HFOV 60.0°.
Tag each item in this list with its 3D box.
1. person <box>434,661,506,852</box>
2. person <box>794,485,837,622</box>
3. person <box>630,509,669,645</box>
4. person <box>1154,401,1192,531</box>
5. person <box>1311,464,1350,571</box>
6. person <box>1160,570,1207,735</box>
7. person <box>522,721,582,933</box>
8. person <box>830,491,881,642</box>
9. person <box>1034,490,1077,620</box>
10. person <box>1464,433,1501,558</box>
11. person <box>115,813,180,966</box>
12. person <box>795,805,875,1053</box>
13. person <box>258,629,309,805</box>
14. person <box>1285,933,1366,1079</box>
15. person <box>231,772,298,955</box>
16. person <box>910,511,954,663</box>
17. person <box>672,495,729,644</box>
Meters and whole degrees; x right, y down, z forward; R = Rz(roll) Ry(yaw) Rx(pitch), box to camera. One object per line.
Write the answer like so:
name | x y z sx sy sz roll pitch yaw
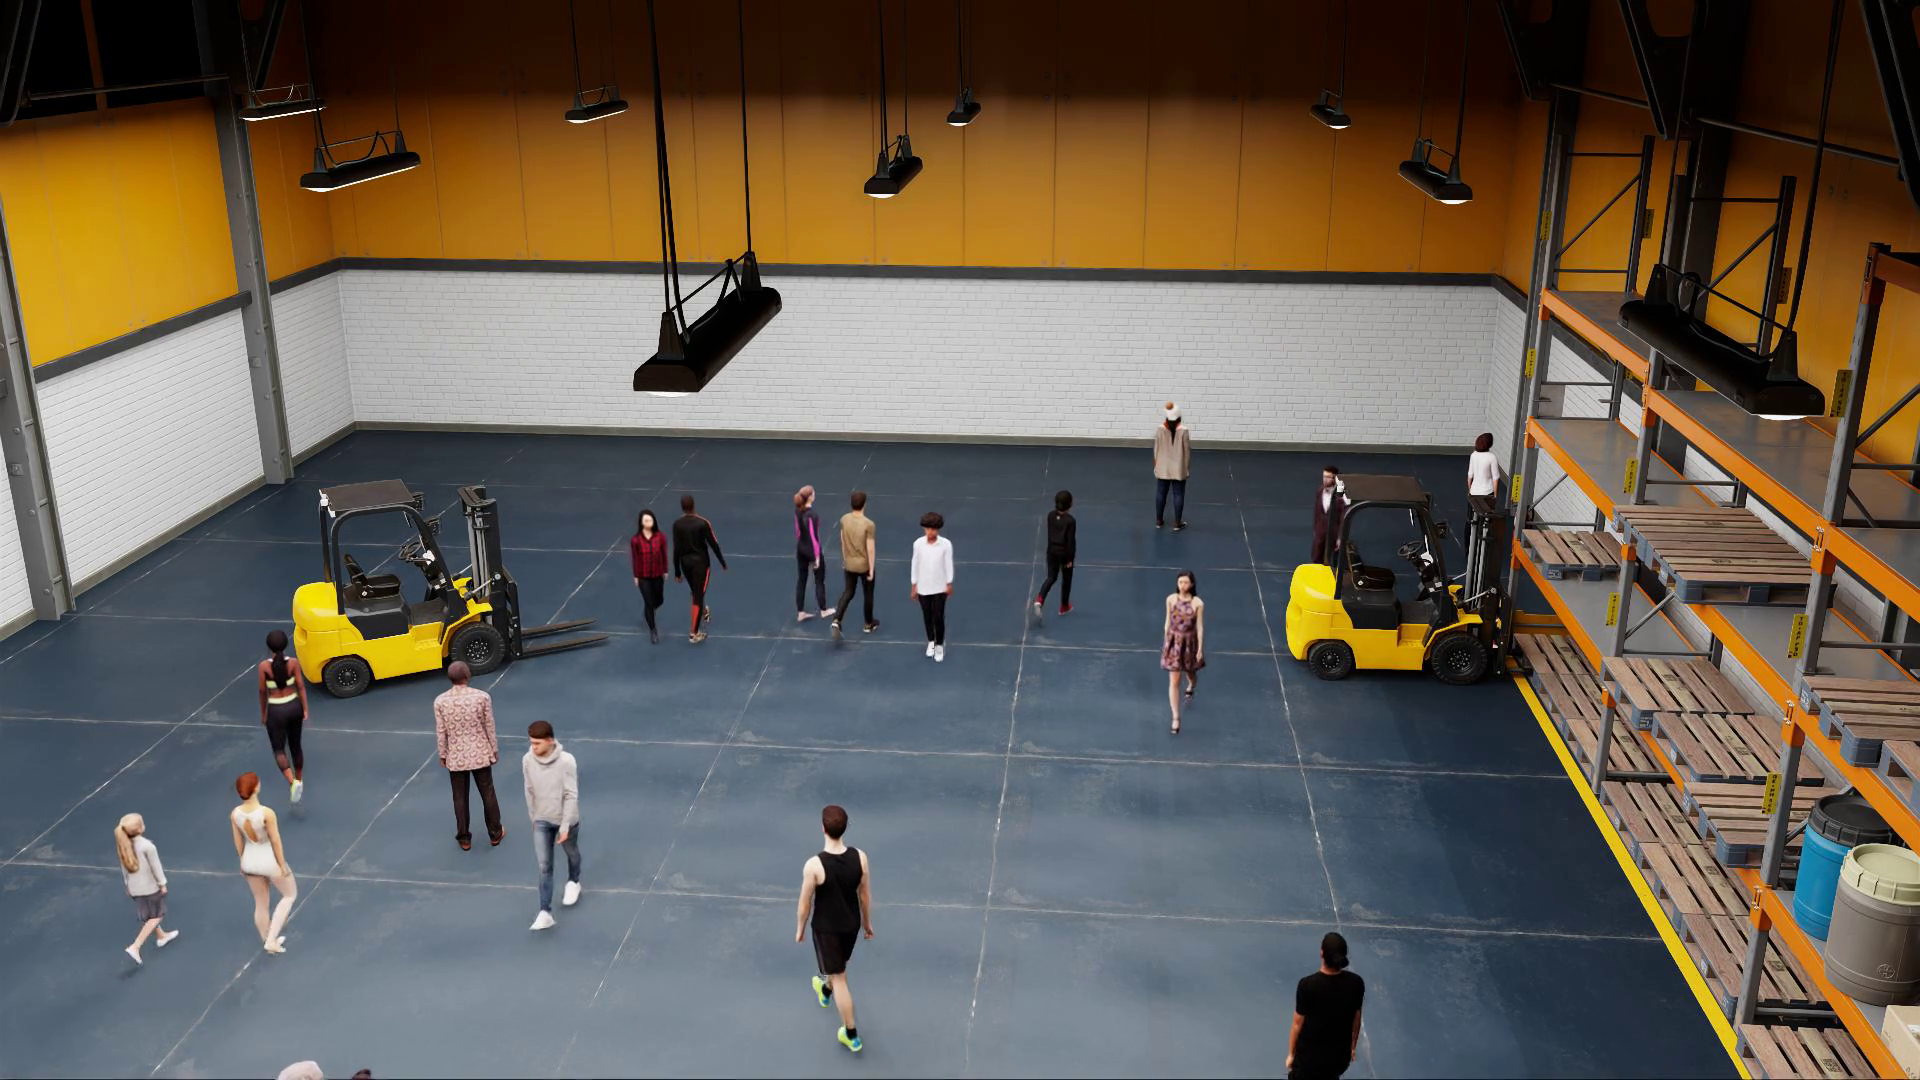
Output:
person | -4.488 1.965 15.195 0.747 1.807 0.712 -5 19 -13
person | -1.913 0.177 20.605 0.773 1.743 0.866 14 23 36
person | -3.768 0.406 20.088 0.829 1.640 0.969 -8 20 -22
person | 3.065 -1.093 24.140 0.794 1.895 0.790 9 20 24
person | 4.757 -0.056 21.176 1.076 1.821 1.278 14 23 35
person | 2.398 1.147 17.721 0.793 1.747 1.176 6 20 18
person | -3.377 2.332 14.124 0.672 1.797 1.161 2 19 6
person | -1.281 0.330 20.016 0.971 1.830 1.257 10 21 27
person | 1.195 0.205 20.659 0.889 1.655 1.083 12 22 32
person | 7.155 -0.604 22.843 0.724 1.795 0.676 -17 25 -40
person | -6.647 2.825 13.496 0.642 1.262 0.858 6 20 18
person | -0.891 2.913 12.330 1.108 1.840 1.277 -10 21 -27
person | -6.499 1.724 16.023 0.906 1.736 1.028 -11 21 -29
person | 2.418 3.417 10.979 0.814 1.746 0.951 -5 19 -14
person | -5.654 2.658 13.405 0.573 1.637 0.626 3 19 8
person | -0.316 0.504 19.556 0.648 1.794 0.696 4 19 10
person | -3.217 0.374 20.004 0.810 1.754 1.197 5 19 13
